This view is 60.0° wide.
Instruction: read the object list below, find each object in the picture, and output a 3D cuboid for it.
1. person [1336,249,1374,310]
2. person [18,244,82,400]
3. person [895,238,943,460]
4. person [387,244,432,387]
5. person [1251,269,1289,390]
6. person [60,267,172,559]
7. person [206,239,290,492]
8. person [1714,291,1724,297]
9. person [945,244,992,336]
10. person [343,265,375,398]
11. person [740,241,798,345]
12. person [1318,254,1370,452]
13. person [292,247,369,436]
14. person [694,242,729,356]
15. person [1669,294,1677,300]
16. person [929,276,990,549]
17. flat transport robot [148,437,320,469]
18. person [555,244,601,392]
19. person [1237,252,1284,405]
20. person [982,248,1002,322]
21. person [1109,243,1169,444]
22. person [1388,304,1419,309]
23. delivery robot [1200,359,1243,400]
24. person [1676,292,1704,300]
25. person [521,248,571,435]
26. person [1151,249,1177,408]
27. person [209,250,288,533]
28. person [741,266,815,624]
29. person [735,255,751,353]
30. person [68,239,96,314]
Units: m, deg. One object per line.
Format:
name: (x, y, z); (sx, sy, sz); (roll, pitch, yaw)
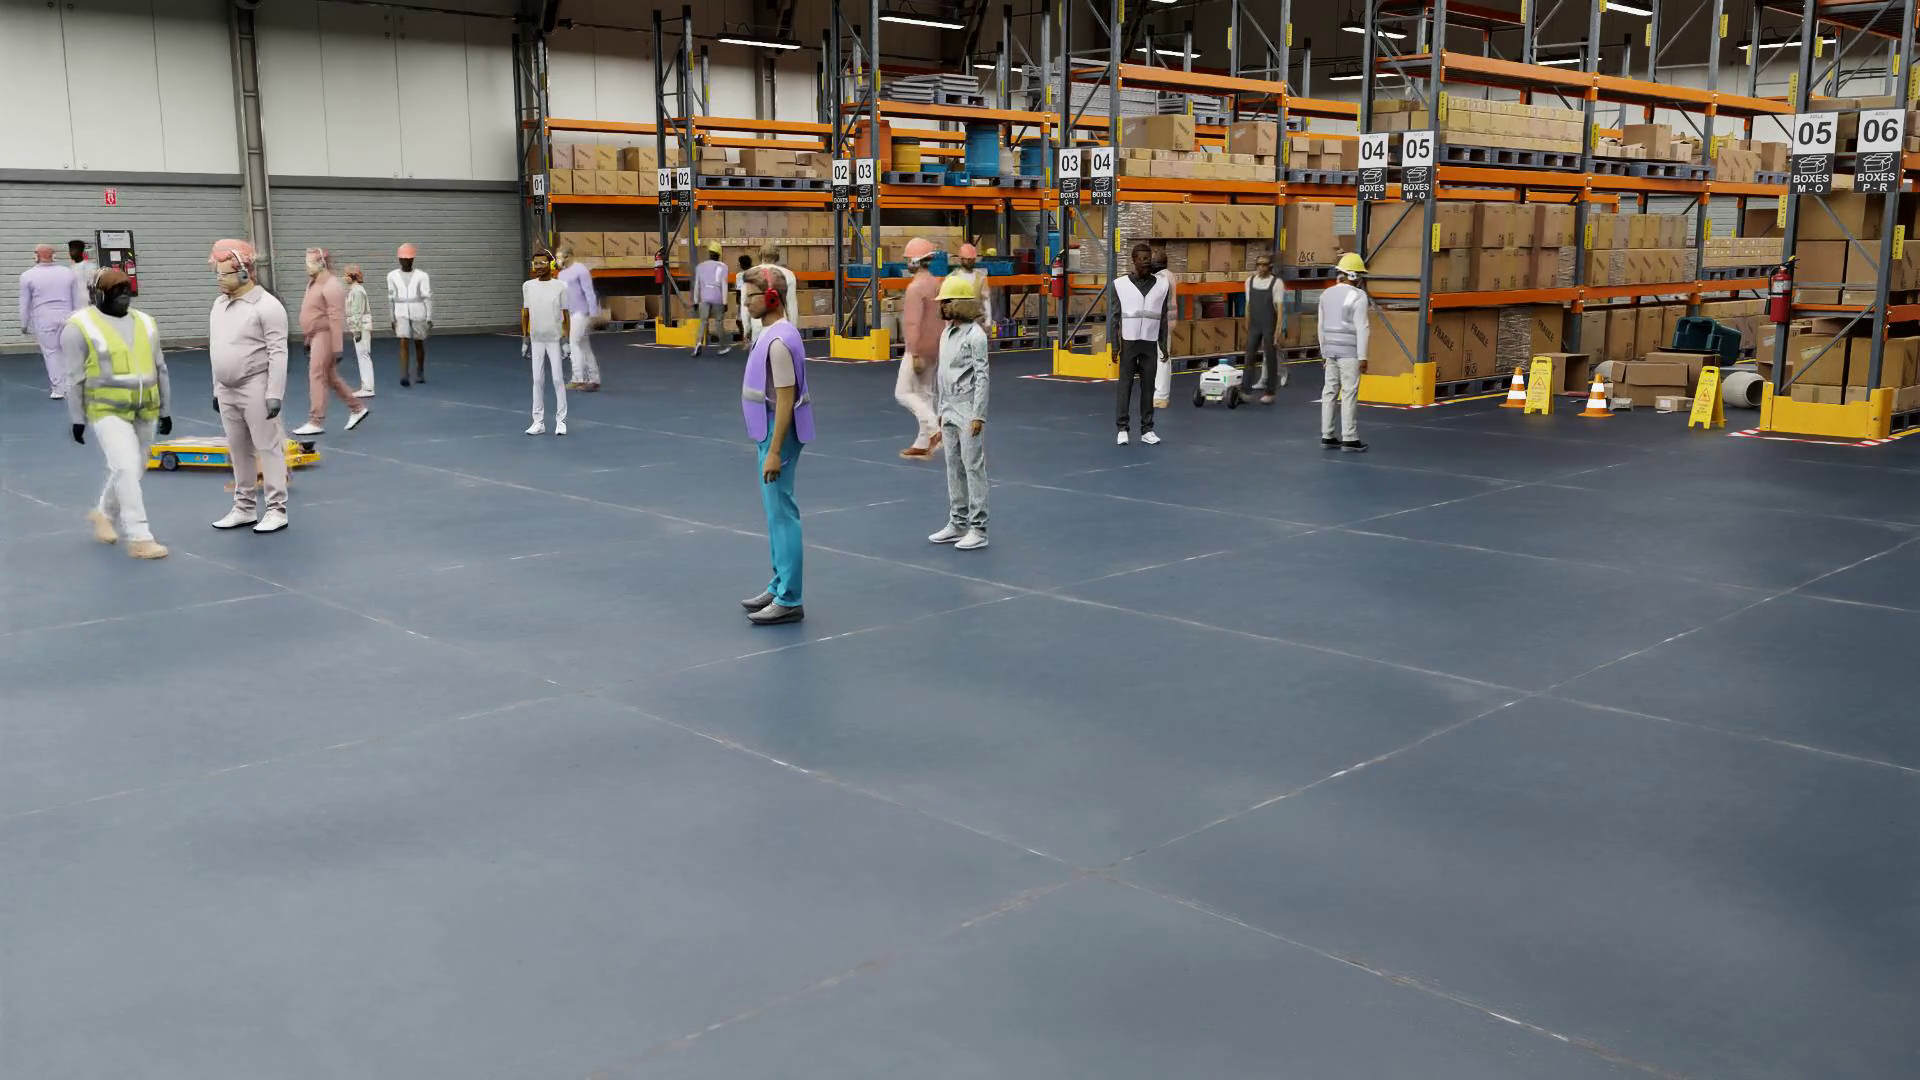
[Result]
person: (5.609, -3.246, 23.740); (0.605, 1.831, 1.038); (8, 13, 36)
person: (-11.238, -2.691, 20.508); (0.686, 1.883, 0.680); (10, 14, 43)
person: (-0.317, -1.694, 14.830); (0.496, 1.978, 0.620); (5, 12, 26)
person: (-7.363, -3.011, 22.304); (0.565, 1.881, 1.029); (-2, 11, -13)
person: (4.130, -2.792, 21.855); (0.777, 1.601, 0.553); (-7, 13, -34)
person: (-5.364, -0.823, 10.572); (0.875, 1.816, 0.634); (6, 12, 29)
person: (-5.622, -1.357, 13.003); (0.654, 1.969, 0.654); (-6, 12, -31)
person: (16.628, -5.614, 36.312); (0.349, 1.942, 0.545); (4, 11, 20)
person: (0.128, -2.750, 20.839); (0.565, 1.882, 0.975); (-4, 11, -19)
person: (-7.476, -2.593, 20.695); (0.319, 1.628, 0.508); (-5, 12, -26)
person: (-2.138, -2.387, 18.723); (0.636, 1.937, 0.358); (0, 10, 1)
person: (3.615, -1.759, 15.597); (0.404, 1.828, 0.592); (-6, 12, -30)
person: (-6.484, -2.035, 17.011); (0.706, 1.916, 0.653); (-6, 12, -31)
person: (-4.157, -4.030, 27.816); (0.615, 1.902, 0.772); (3, 11, 15)
person: (14.124, -4.900, 32.732); (0.925, 1.819, 0.542); (-9, 14, -40)
person: (-0.006, -0.820, 10.713); (0.322, 1.742, 0.493); (-6, 12, -31)
flat transport robot: (-6.422, -0.763, 14.529); (1.431, 0.197, 0.652); (2, 11, 11)
person: (-4.966, -2.848, 21.400); (0.678, 1.883, 0.714); (-7, 12, -33)
person: (3.539, -2.485, 19.651); (0.529, 1.793, 0.964); (6, 12, 31)
person: (0.584, -4.666, 31.658); (0.525, 1.752, 0.455); (8, 13, 37)
person: (1.732, -1.899, 16.107); (0.594, 1.921, 0.387); (-2, 11, -12)
person: (6.210, -3.108, 23.030); (0.597, 1.801, 0.848); (8, 13, 38)
delivery robot: (3.106, -1.895, 19.678); (0.477, 0.478, 0.707); (5, 12, 27)
person: (13.646, -4.610, 31.142); (1.000, 1.824, 0.597); (-10, 14, -43)
person: (-4.187, -2.000, 16.810); (0.512, 1.868, 0.328); (1, 10, 3)
person: (2.316, -2.475, 19.477); (0.430, 1.840, 0.625); (3, 11, 18)
person: (-4.858, -1.006, 11.297); (0.636, 1.902, 0.406); (5, 12, 26)
person: (-0.955, -0.501, 8.695); (0.389, 1.843, 0.566); (-2, 11, -11)
person: (-3.583, -3.987, 28.183); (0.589, 1.656, 0.635); (10, 14, 43)
person: (-13.915, -3.820, 26.526); (0.609, 1.945, 0.766); (7, 13, 34)
